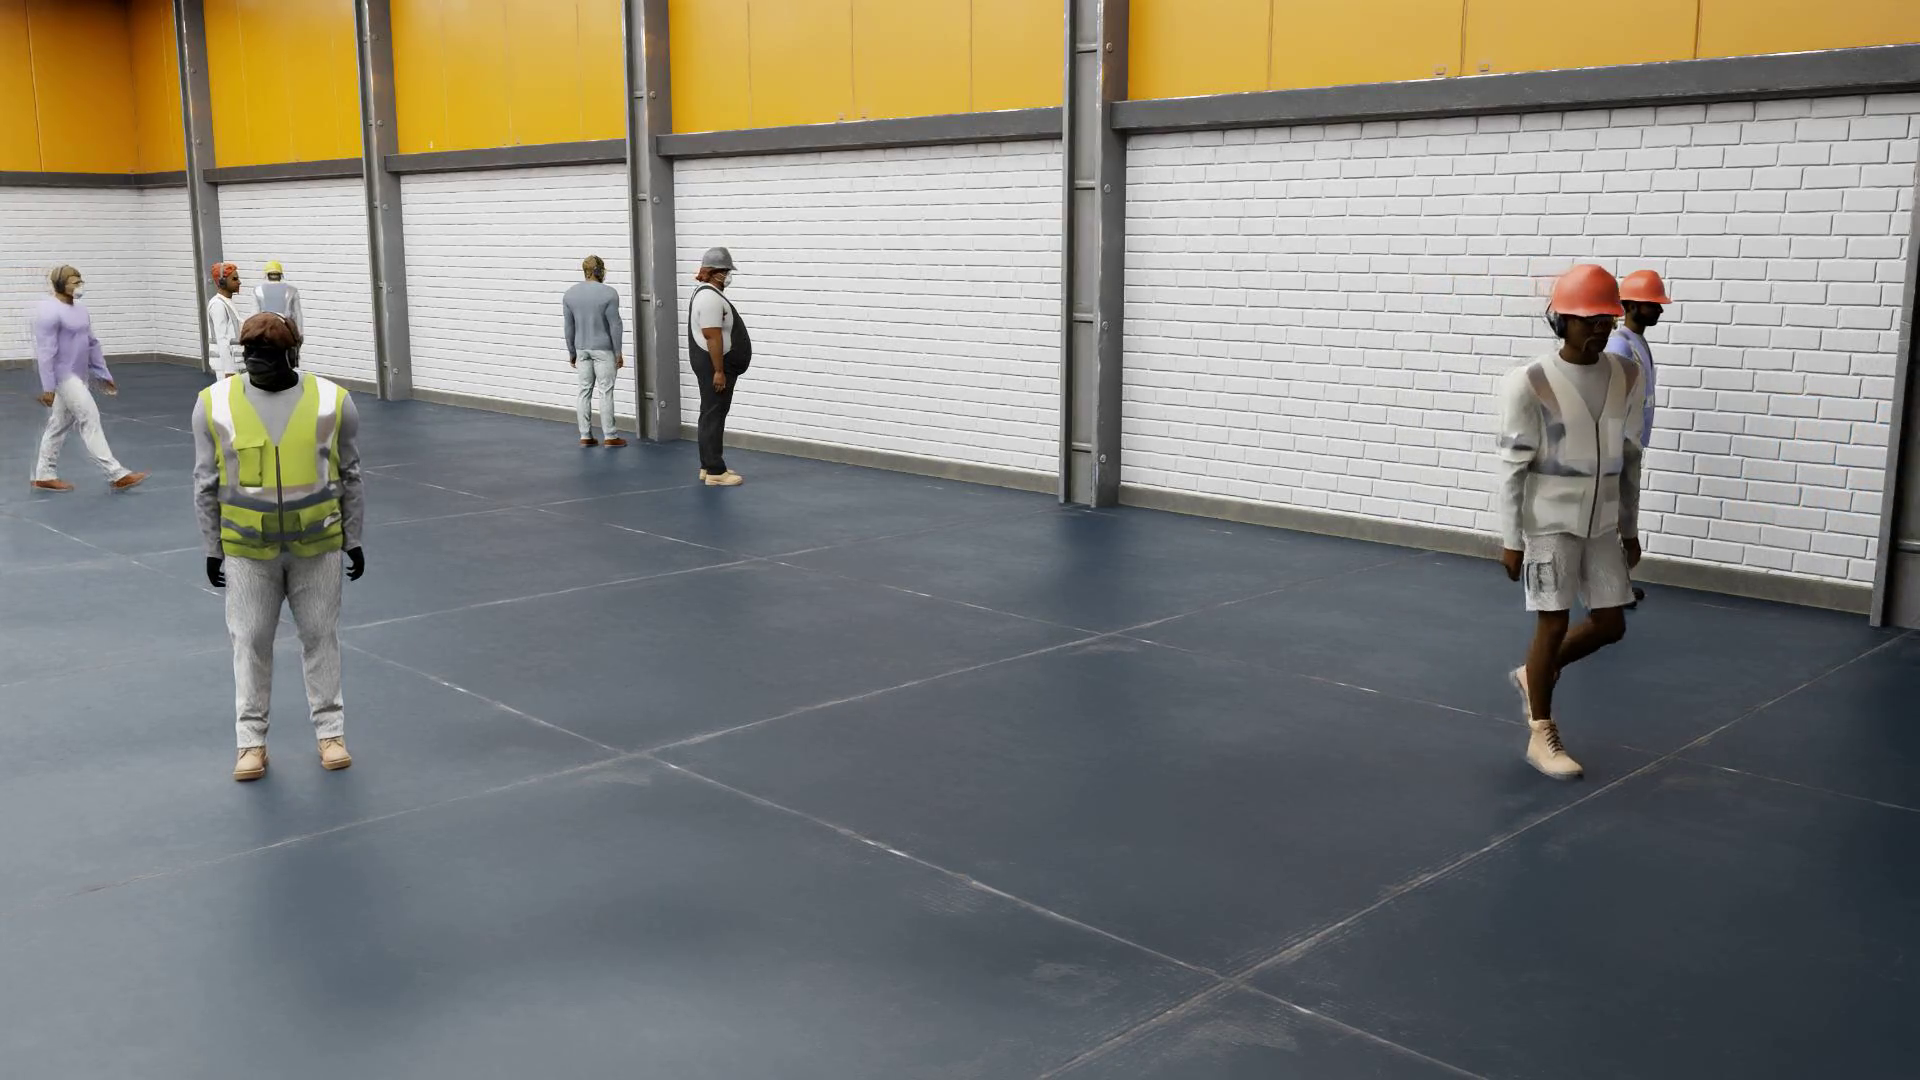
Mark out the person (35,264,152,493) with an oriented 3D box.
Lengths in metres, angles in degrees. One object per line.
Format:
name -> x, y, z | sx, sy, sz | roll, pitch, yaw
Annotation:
person -> -7.244, -1.313, 13.709 | 1.012, 1.883, 0.652 | -1, 10, -5

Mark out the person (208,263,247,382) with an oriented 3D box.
person -> -6.633, -1.571, 15.143 | 0.355, 1.883, 0.575 | -3, 11, -18

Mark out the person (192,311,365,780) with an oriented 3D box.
person -> -2.675, 0.020, 6.588 | 0.624, 1.841, 0.430 | -4, 11, -22

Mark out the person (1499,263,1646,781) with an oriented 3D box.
person -> 2.394, -0.076, 6.601 | 0.632, 2.024, 0.557 | -3, 11, -15

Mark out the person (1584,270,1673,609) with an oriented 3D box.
person -> 3.859, -0.581, 9.594 | 0.373, 1.934, 0.551 | 6, 12, 31

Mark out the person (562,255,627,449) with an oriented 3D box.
person -> -3.661, -1.880, 16.688 | 0.627, 1.936, 0.375 | 3, 11, 18

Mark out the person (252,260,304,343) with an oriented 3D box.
person -> -8.820, -2.714, 21.560 | 0.598, 1.819, 0.421 | -3, 11, -14

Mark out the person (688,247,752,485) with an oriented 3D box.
person -> -2.061, -1.504, 14.345 | 0.536, 2.000, 0.688 | -3, 11, -15
